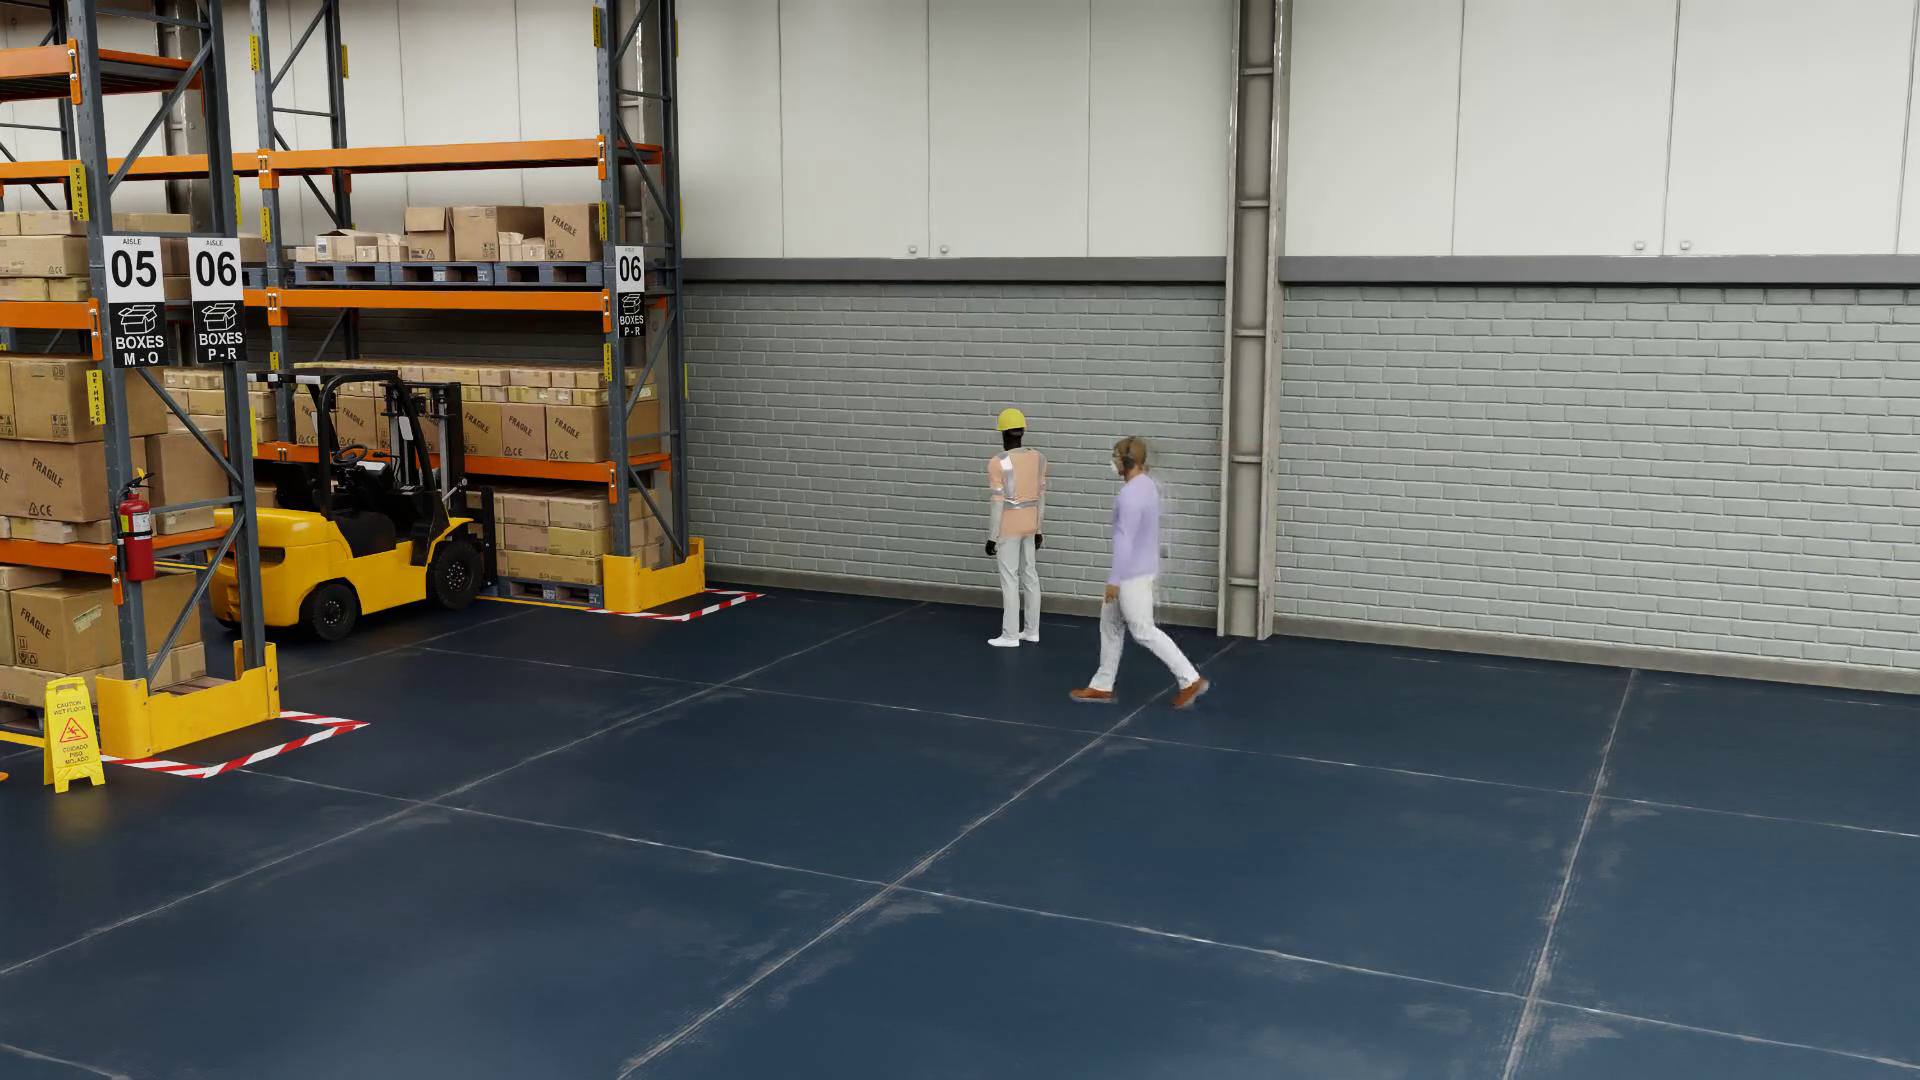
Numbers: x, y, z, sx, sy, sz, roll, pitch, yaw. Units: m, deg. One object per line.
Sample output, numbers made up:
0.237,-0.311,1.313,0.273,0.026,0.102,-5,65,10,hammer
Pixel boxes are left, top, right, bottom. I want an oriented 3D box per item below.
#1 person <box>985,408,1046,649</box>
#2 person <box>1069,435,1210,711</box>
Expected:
0.429,-0.092,13.344,0.594,1.922,0.378,-8,12,-42,person
1.259,0.232,11.433,0.936,1.910,0.632,2,9,11,person
